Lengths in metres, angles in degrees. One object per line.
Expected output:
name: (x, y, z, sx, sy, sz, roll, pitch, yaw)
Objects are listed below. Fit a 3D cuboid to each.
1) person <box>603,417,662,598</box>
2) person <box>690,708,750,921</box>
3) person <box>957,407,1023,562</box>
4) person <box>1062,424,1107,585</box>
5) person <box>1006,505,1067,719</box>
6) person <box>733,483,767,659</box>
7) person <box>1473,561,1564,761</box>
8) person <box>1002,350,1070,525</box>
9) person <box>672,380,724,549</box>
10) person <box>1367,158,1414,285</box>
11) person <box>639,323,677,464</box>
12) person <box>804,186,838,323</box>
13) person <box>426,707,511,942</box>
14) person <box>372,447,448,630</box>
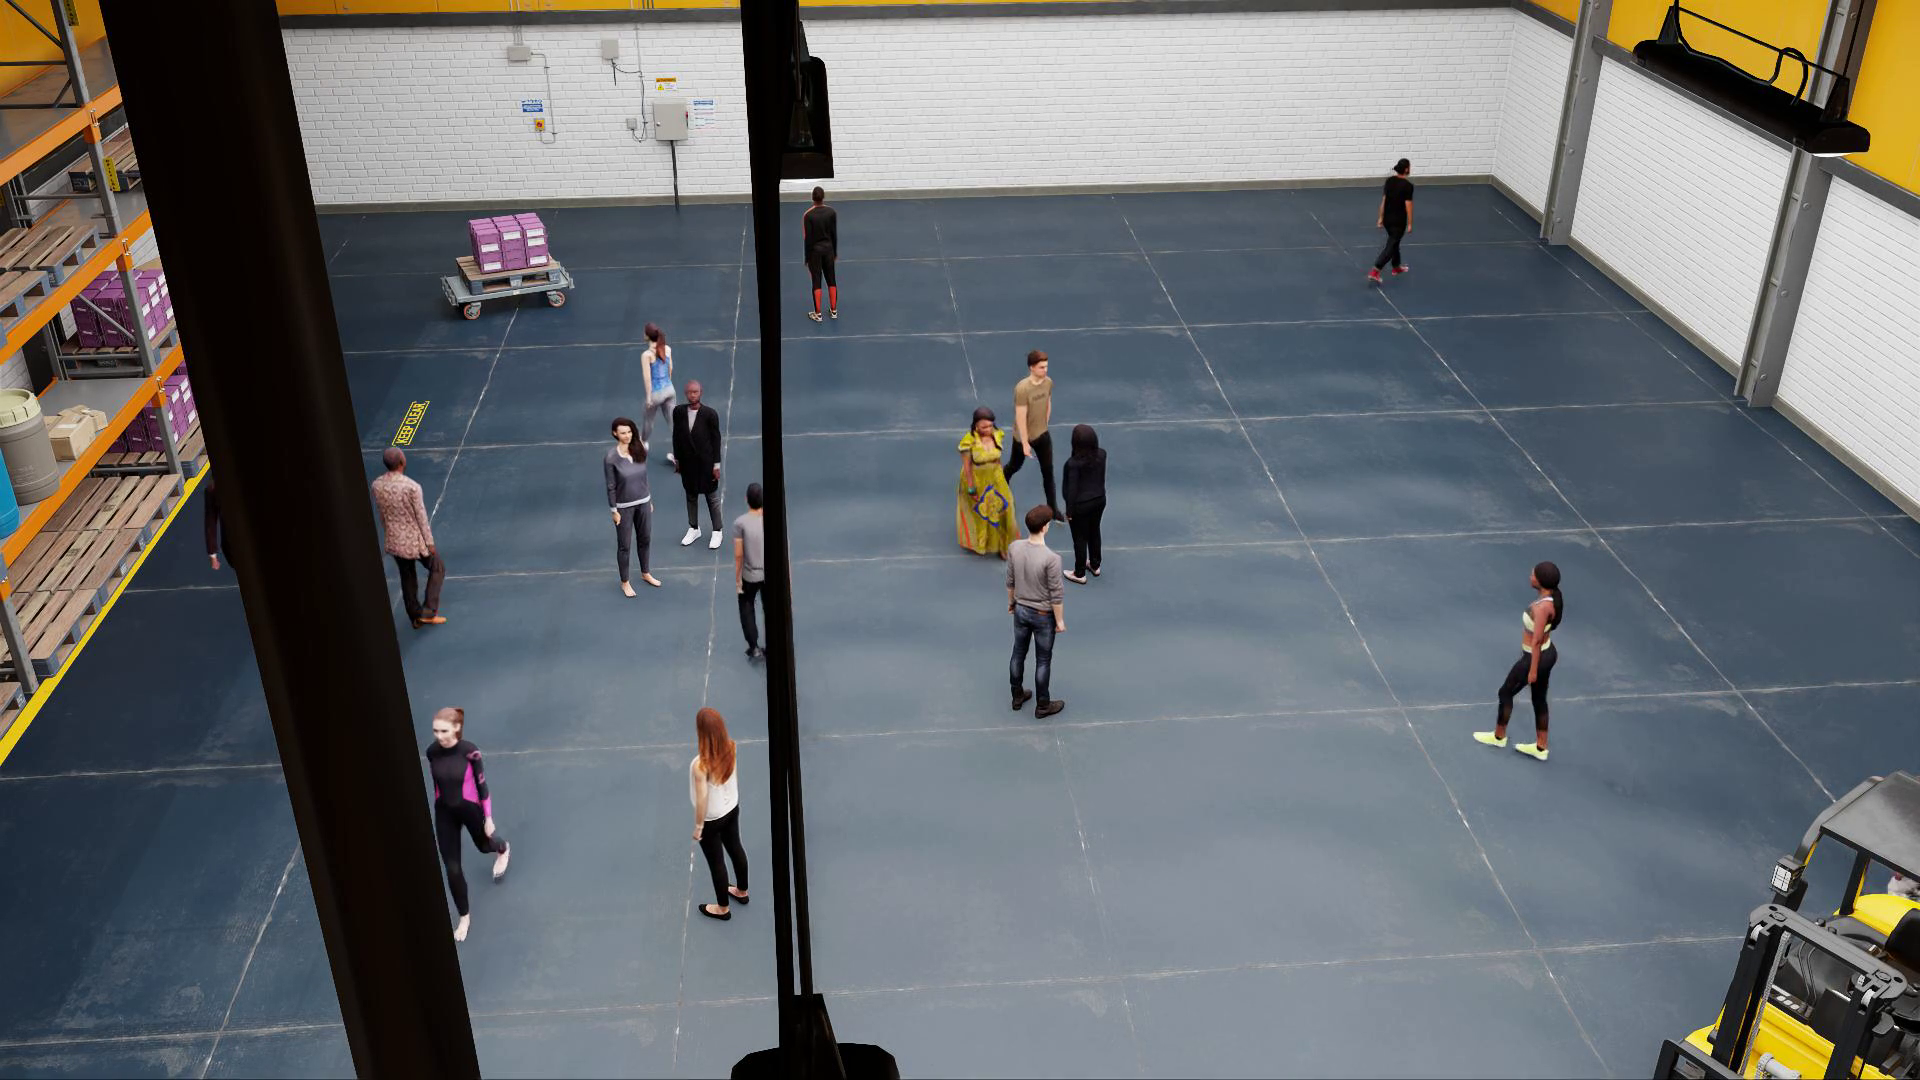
person: (-3.110, -0.337, 15.681, 0.689, 1.768, 0.730, -25, 38, -38)
person: (-1.684, 1.905, 11.620, 0.719, 1.721, 0.632, 17, 33, 29)
person: (0.171, -0.589, 16.280, 0.977, 1.635, 0.989, -16, 33, -27)
person: (1.200, -0.354, 15.873, 0.773, 1.614, 0.816, -24, 37, -37)
person: (0.613, 0.594, 13.833, 0.764, 1.903, 0.802, 19, 34, 31)
person: (-1.716, 0.338, 14.470, 0.693, 1.741, 0.685, -9, 30, -17)
person: (4.685, 1.005, 13.263, 0.922, 1.727, 0.882, 19, 34, 31)
person: (0.653, -1.074, 16.991, 1.127, 1.807, 1.330, -21, 35, -33)
person: (-2.581, -0.767, 16.478, 0.714, 1.760, 0.670, 7, 29, 13)
person: (6.022, -4.424, 23.214, 1.086, 1.729, 1.186, -18, 33, -29)
person: (-3.225, -1.564, 18.134, 1.086, 1.572, 0.985, 25, 37, 38)
person: (-1.833, -3.794, 21.975, 0.688, 1.808, 0.658, -13, 31, -23)
person: (-3.446, 1.884, 11.664, 0.708, 1.714, 1.151, 2, 29, 4)
person: (-4.997, 0.035, 14.969, 0.809, 1.796, 0.767, 9, 30, 16)
